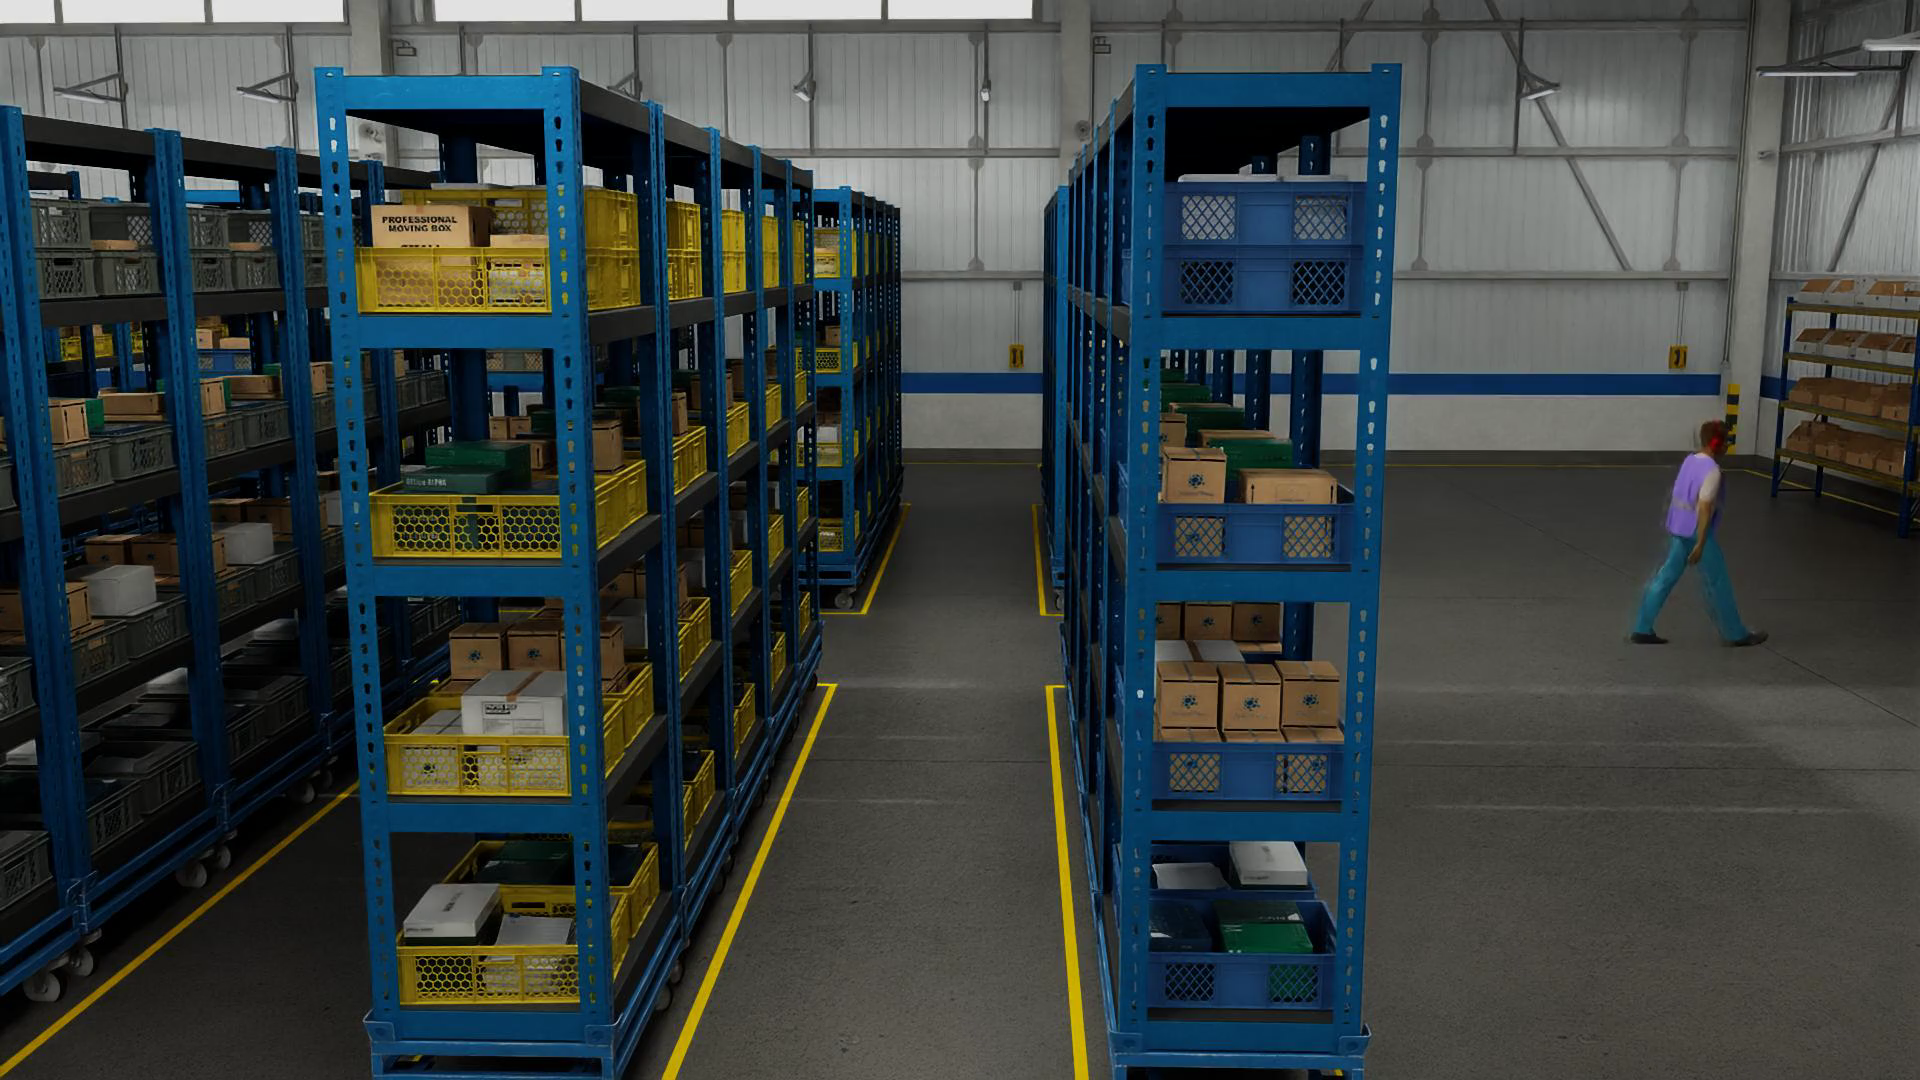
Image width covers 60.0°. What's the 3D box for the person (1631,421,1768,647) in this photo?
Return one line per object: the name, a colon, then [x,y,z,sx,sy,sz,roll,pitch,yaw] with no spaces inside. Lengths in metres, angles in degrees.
person: [5.740,-0.040,12.883,1.022,1.783,0.567,0,10,-2]
